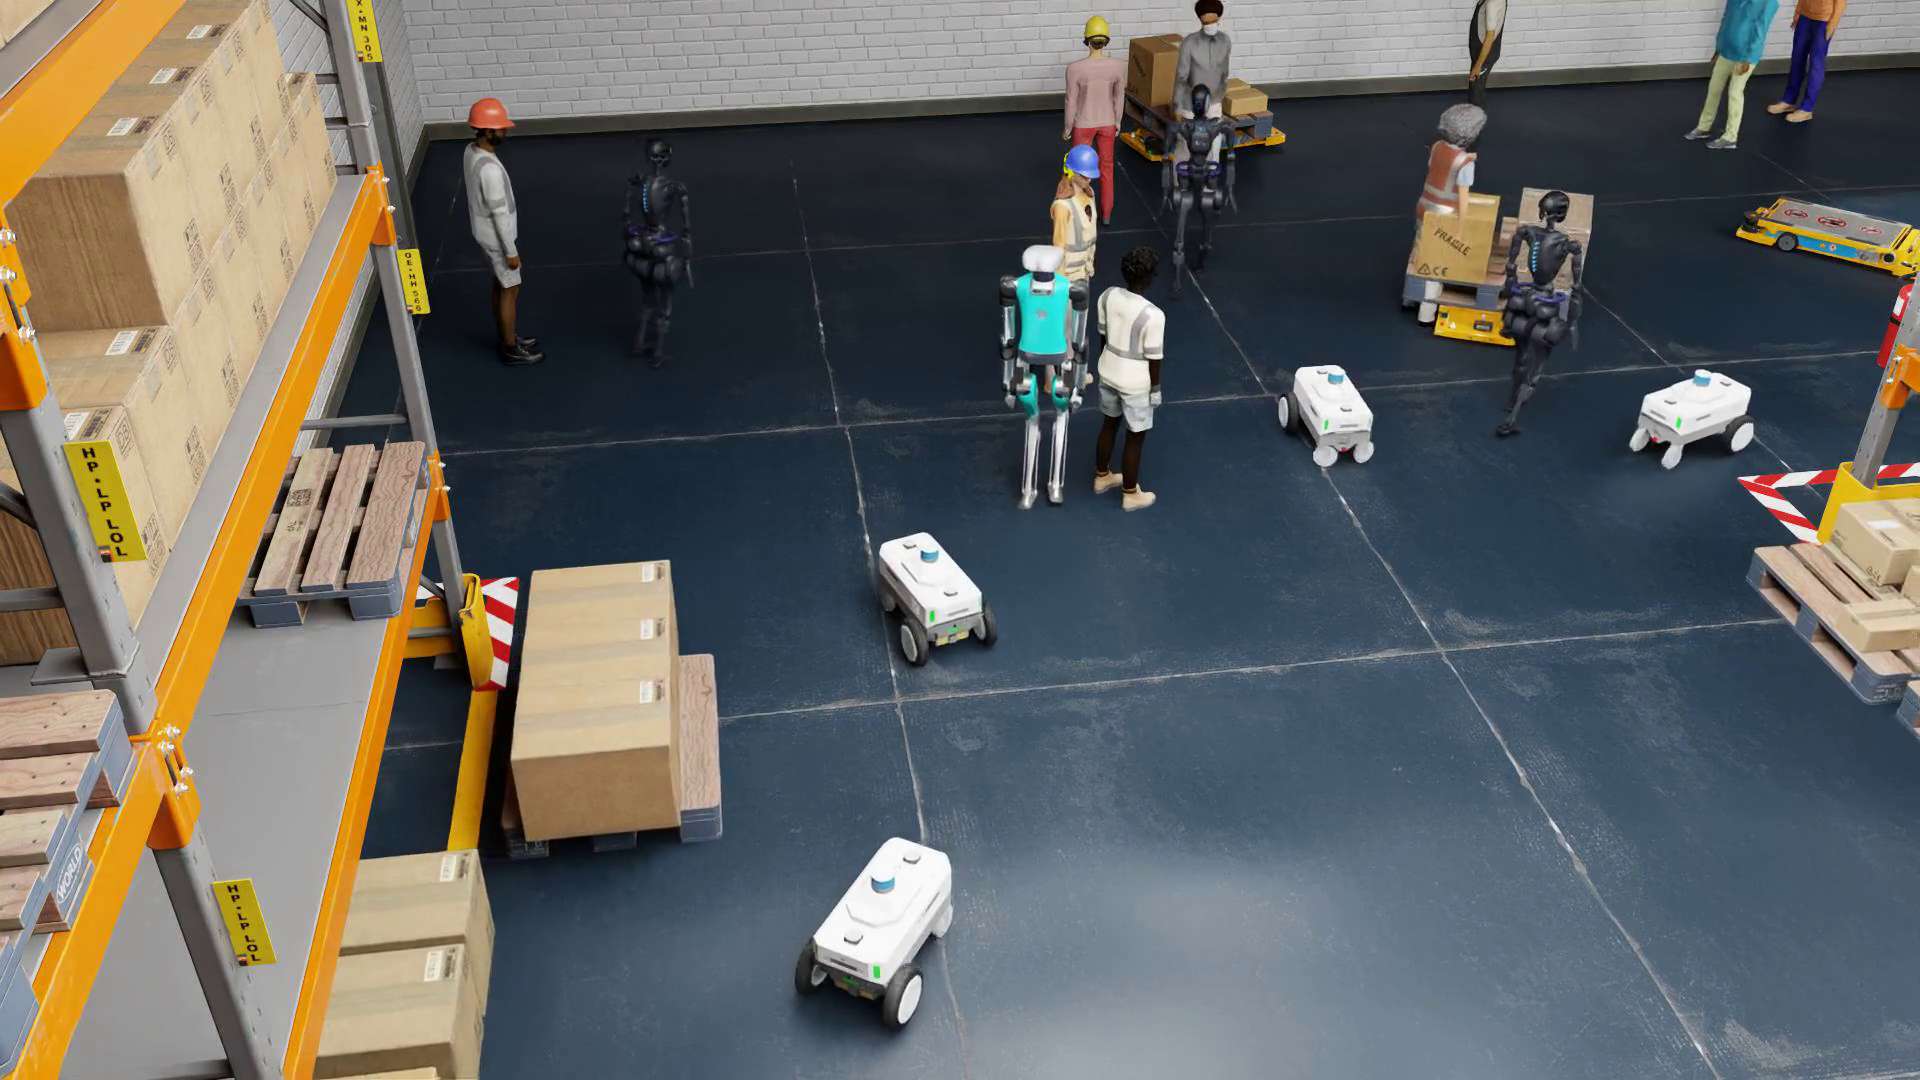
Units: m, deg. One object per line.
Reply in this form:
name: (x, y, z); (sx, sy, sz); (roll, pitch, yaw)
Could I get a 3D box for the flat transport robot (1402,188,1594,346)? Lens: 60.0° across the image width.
flat transport robot: (4.044, -1.883, 12.739); (0.659, 0.231, 1.431); (11, 35, 16)

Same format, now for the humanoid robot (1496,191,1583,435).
humanoid robot: (3.795, -1.495, 10.876); (0.615, 1.638, 0.599); (-24, 40, -31)

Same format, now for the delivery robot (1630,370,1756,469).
delivery robot: (4.800, -0.820, 10.866); (0.815, 0.614, 0.499); (-17, 37, -24)

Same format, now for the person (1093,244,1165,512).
person: (1.020, -0.978, 10.050); (0.321, 1.692, 0.537); (-21, 39, -29)

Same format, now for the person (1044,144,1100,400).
person: (0.776, -1.825, 11.272); (0.332, 1.771, 0.466); (19, 37, 26)

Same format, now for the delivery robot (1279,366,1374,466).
delivery robot: (2.434, -0.852, 10.890); (0.515, 0.587, 0.746); (-3, 33, -5)

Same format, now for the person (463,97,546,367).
person: (-3.198, -2.137, 11.614); (0.390, 1.927, 0.548); (-16, 36, -23)

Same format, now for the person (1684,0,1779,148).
person: (7.201, -4.533, 15.453); (0.373, 1.741, 0.571); (-13, 35, -19)

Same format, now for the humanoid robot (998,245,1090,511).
humanoid robot: (0.525, -1.033, 10.046); (0.539, 1.746, 0.689); (5, 34, 8)

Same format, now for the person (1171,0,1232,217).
person: (2.037, -3.657, 14.004); (0.560, 1.855, 0.884); (-8, 34, -12)

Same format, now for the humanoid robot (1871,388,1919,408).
humanoid robot: (6.494, -1.428, 10.742); (0.789, 1.797, 0.543); (23, 39, 30)

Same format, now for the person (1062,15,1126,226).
person: (1.095, -3.436, 13.748); (0.526, 1.768, 0.312); (-9, 34, -14)

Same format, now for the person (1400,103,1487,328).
person: (3.533, -2.372, 12.191); (0.341, 1.679, 0.524); (-17, 37, -24)

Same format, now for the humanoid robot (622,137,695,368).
humanoid robot: (-2.137, -2.010, 11.651); (0.611, 1.631, 0.407); (15, 36, 22)

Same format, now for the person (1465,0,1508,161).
person: (4.719, -4.373, 15.111); (0.343, 1.846, 0.507); (9, 34, 14)

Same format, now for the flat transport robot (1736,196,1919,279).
flat transport robot: (7.232, -2.497, 13.678); (1.431, 0.231, 0.659); (23, 40, 31)

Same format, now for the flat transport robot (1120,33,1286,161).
flat transport robot: (2.301, -3.860, 15.768); (1.431, 0.231, 0.659); (-12, 35, -18)

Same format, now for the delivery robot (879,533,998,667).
delivery robot: (-0.163, 0.281, 9.146); (0.499, 0.579, 0.766); (-15, 36, -22)

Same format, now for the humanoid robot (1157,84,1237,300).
humanoid robot: (1.823, -2.669, 12.694); (0.609, 1.639, 0.720); (3, 33, 4)

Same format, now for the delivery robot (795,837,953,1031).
delivery robot: (-0.324, 1.633, 7.082); (0.499, 0.587, 0.787); (15, 36, 22)

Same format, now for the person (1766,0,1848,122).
person: (8.262, -5.050, 16.036); (0.408, 1.976, 0.515); (-12, 35, -18)
